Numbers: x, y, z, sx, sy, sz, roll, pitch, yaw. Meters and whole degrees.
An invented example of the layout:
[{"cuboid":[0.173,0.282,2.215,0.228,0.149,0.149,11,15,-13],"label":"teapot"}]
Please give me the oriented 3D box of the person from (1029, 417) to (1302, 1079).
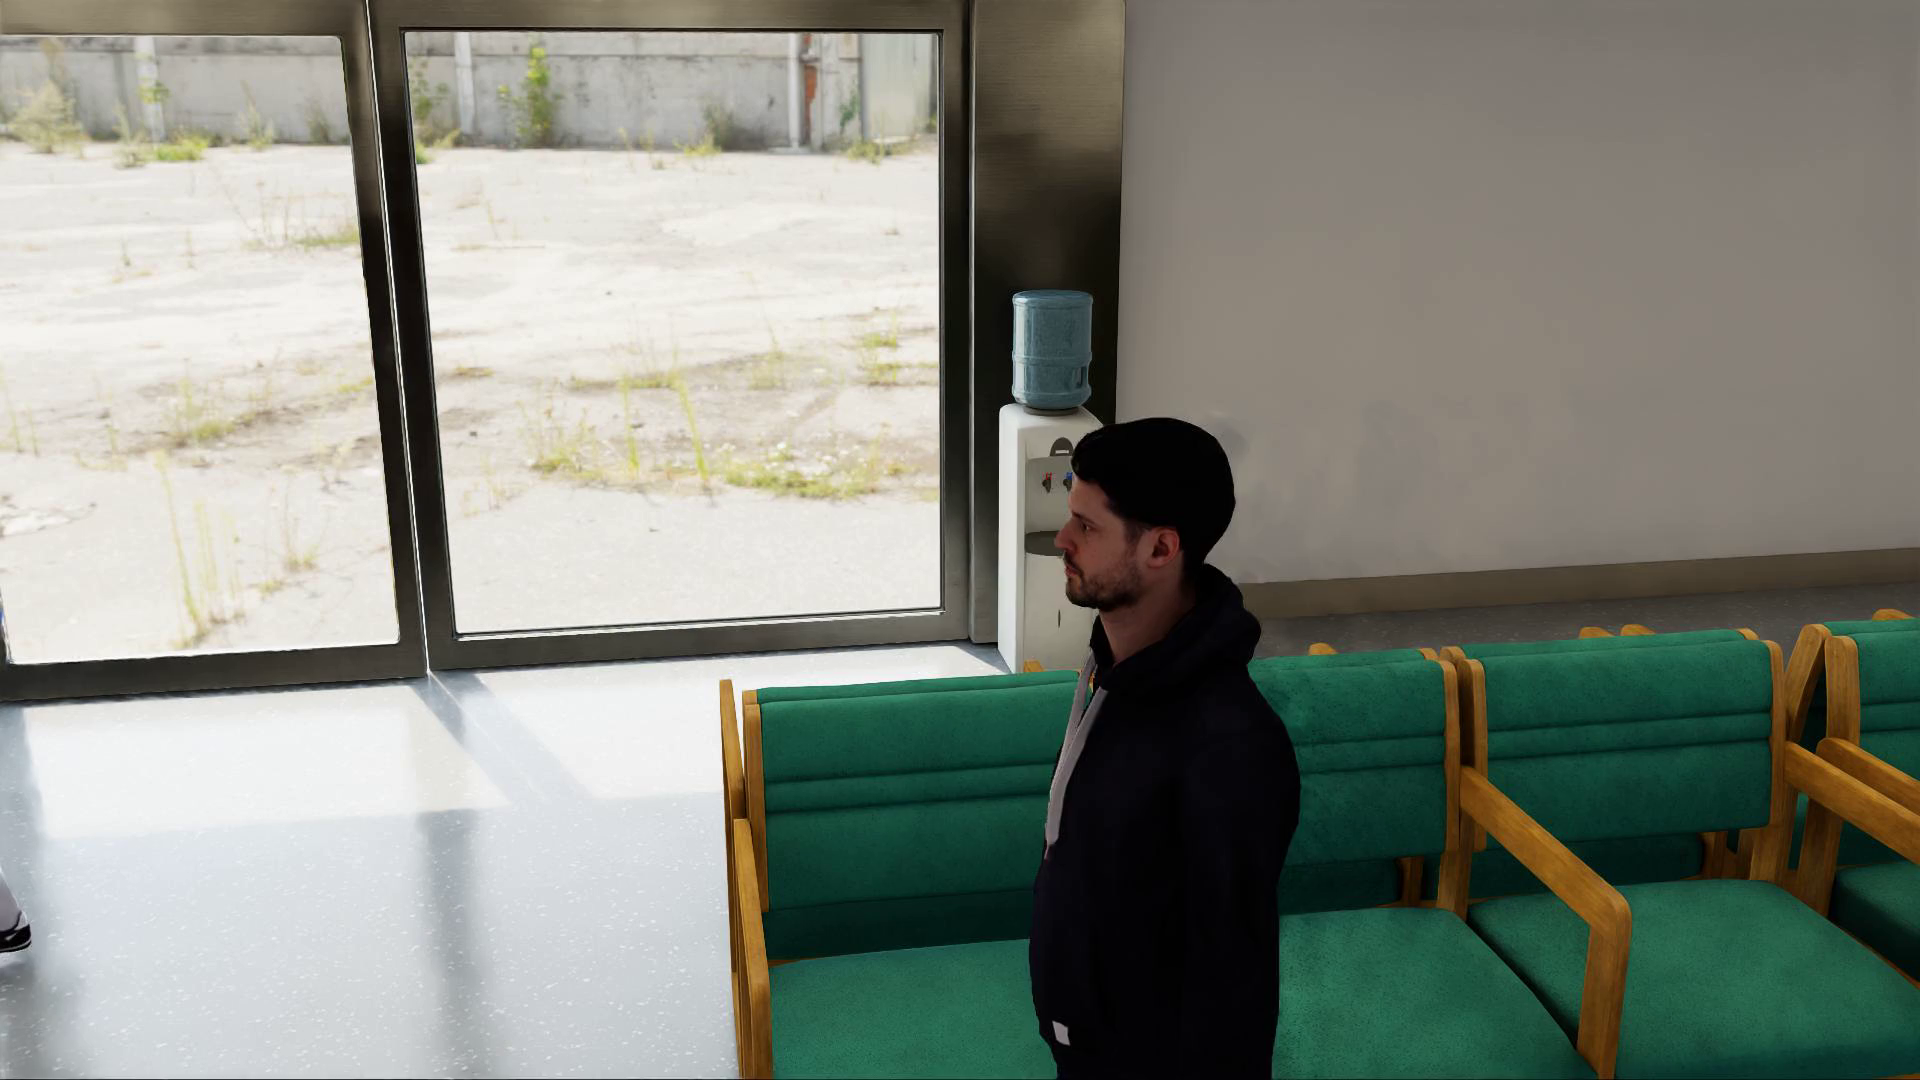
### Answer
[{"cuboid":[0.357,0.742,2.416,0.745,1.876,0.937,-3,16,-9],"label":"person"}]
